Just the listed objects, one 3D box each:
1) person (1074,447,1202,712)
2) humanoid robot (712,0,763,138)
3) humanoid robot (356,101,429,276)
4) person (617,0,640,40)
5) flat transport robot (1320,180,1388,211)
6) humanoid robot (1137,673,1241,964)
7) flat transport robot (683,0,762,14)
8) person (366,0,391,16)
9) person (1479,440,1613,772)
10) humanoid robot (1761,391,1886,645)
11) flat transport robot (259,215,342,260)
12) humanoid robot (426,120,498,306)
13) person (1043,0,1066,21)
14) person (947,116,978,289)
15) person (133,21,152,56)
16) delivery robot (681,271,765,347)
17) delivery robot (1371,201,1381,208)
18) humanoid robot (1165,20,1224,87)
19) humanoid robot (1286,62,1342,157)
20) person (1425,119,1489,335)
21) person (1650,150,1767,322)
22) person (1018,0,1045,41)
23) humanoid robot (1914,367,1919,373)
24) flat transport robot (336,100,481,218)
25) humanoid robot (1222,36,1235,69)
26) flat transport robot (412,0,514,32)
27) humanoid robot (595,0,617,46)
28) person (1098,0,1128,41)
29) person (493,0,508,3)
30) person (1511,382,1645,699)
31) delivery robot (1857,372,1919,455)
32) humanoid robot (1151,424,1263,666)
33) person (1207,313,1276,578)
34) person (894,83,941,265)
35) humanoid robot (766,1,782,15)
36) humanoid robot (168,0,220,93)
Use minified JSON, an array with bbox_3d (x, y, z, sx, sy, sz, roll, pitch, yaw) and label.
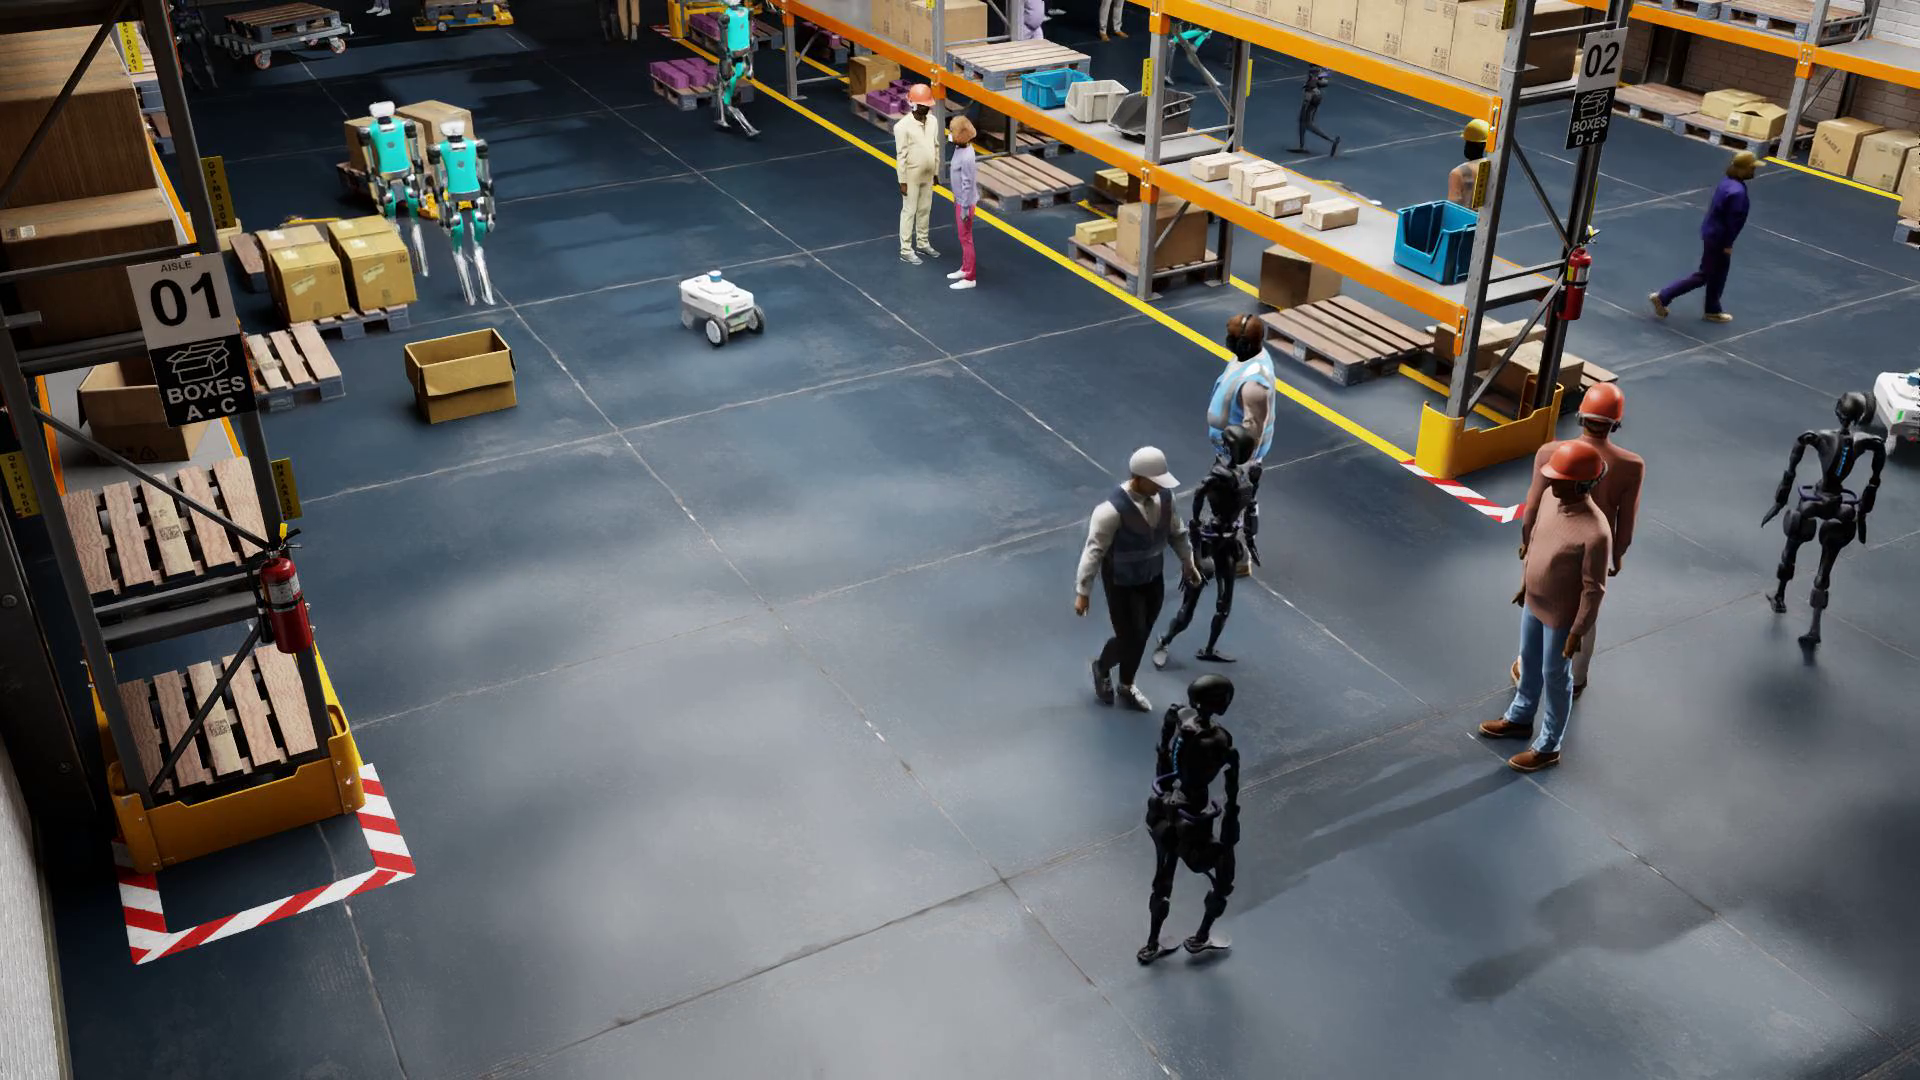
[{"bbox_3d":[1.000,0.235,9.529,0.784,1.733,0.490,-20,36,-31],"label":"person"},{"bbox_3d":[-2.776,-5.620,19.756,1.061,1.752,0.561,21,36,32],"label":"humanoid robot"},{"bbox_3d":[-5.342,-3.315,15.716,0.557,1.779,0.814,-14,33,-22],"label":"humanoid robot"},{"bbox_3d":[-4.833,-8.082,24.008,0.574,1.731,0.546,-5,30,-9],"label":"person"},{"bbox_3d":[3.918,-3.497,17.497,0.659,0.231,1.431,-9,31,-15],"label":"flat transport robot"},{"bbox_3d":[1.075,1.295,7.745,0.436,1.649,0.592,-18,34,-28],"label":"humanoid robot"},{"bbox_3d":[-3.808,-8.334,25.917,1.431,0.231,0.659,-3,30,-5],"label":"flat transport robot"},{"bbox_3d":[-9.047,-8.916,25.556,0.499,1.636,0.288,26,39,37],"label":"person"},{"bbox_3d":[3.219,0.357,9.058,0.393,1.992,0.615,-6,30,-10],"label":"person"},{"bbox_3d":[5.345,-0.152,10.309,0.601,1.638,0.761,7,31,13],"label":"humanoid robot"},{"bbox_3d":[-6.451,-2.897,16.453,0.659,0.231,1.431,-4,30,-7],"label":"flat transport robot"},{"bbox_3d":[-4.506,-2.968,15.130,0.540,1.808,0.698,-12,32,-19],"label":"humanoid robot"},{"bbox_3d":[1.427,-8.799,25.162,0.735,1.822,0.525,-8,31,-13],"label":"person"},{"bbox_3d":[0.026,-3.152,15.536,0.281,1.628,0.501,-4,30,-6],"label":"person"},{"bbox_3d":[-10.828,-6.991,21.926,0.638,1.909,0.725,-12,32,-19],"label":"person"},{"bbox_3d":[-2.134,-2.081,14.737,0.760,0.586,0.499,26,39,38],"label":"delivery robot"},{"bbox_3d":[4.076,-3.037,16.414,0.499,0.598,0.798,-10,31,-17],"label":"delivery robot"},{"bbox_3d":[3.016,-6.816,21.848,1.020,1.779,0.531,6,30,10],"label":"humanoid robot"},{"bbox_3d":[4.145,-5.243,19.130,0.613,1.633,0.592,4,30,8],"label":"humanoid robot"},{"bbox_3d":[4.375,-2.680,14.411,0.587,1.927,0.382,-16,34,-26],"label":"person"},{"bbox_3d":[6.627,-2.687,14.742,0.690,1.600,0.473,9,31,15],"label":"person"},{"bbox_3d":[0.812,-6.514,21.175,1.019,1.844,0.659,18,35,29],"label":"person"},{"bbox_3d":[7.623,-1.539,12.626,0.707,1.809,0.542,9,31,15],"label":"humanoid robot"},{"bbox_3d":[-5.895,-3.795,18.016,1.431,0.231,0.659,22,37,34],"label":"flat transport robot"},{"bbox_3d":[3.753,-7.288,22.688,0.328,1.648,0.584,-2,30,-4],"label":"humanoid robot"},{"bbox_3d":[-7.534,-7.906,25.172,1.431,0.231,0.659,-10,31,-17],"label":"flat transport robot"},{"bbox_3d":[-5.139,-7.983,23.901,0.591,1.644,0.432,-11,32,-18],"label":"humanoid robot"},{"bbox_3d":[2.263,-8.188,24.054,0.575,1.883,0.415,-19,35,-30],"label":"person"},{"bbox_3d":[-7.227,-9.451,26.307,0.732,1.813,0.635,-8,31,-14],"label":"person"},{"bbox_3d":[3.559,0.015,9.653,0.610,1.994,0.392,9,31,16],"label":"person"},{"bbox_3d":[7.325,-1.015,12.880,0.499,0.585,0.784,6,30,11],"label":"delivery robot"},{"bbox_3d":[1.495,0.028,9.954,0.606,1.647,0.462,-21,36,-32],"label":"humanoid robot"},{"bbox_3d":[1.824,-0.616,10.906,0.430,1.840,0.624,2,30,4],"label":"person"},{"bbox_3d":[-0.388,-3.545,16.102,0.341,1.743,0.554,25,38,36],"label":"person"},{"bbox_3d":[-2.848,-8.859,25.417,0.795,1.827,0.530,17,34,27],"label":"humanoid robot"},{"bbox_3d":[-9.985,-6.608,21.504,0.426,1.637,0.616,21,36,32],"label":"humanoid robot"}]
